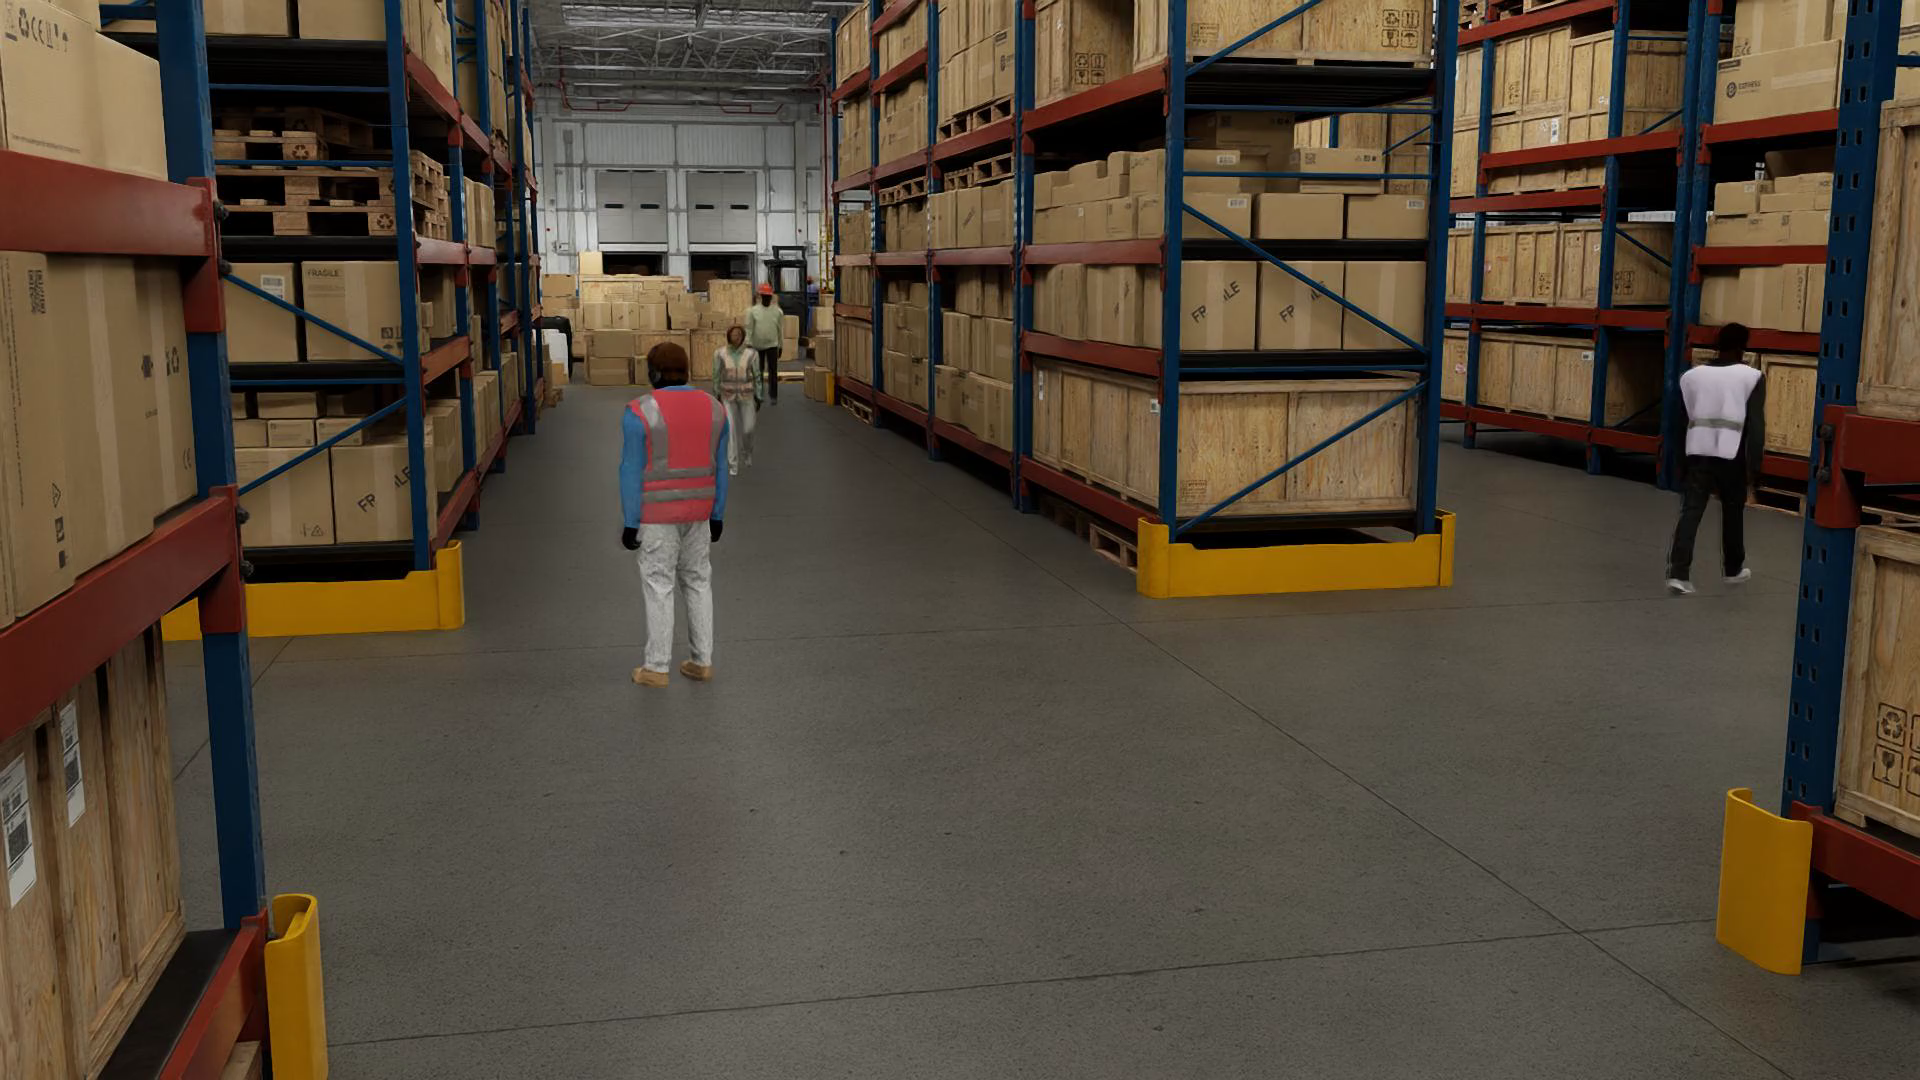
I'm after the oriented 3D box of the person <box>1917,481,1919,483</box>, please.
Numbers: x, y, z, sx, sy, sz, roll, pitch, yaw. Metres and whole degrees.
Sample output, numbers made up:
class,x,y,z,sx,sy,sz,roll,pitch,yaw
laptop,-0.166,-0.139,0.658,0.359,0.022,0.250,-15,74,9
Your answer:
class,x,y,z,sx,sy,sz,roll,pitch,yaw
person,6.743,-0.408,11.169,0.632,1.609,0.528,0,9,1

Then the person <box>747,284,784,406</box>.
class,x,y,z,sx,sy,sz,roll,pitch,yaw
person,-3.154,-3.160,26.943,0.602,1.954,1.030,-1,9,-9

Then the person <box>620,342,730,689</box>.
class,x,y,z,sx,sy,sz,roll,pitch,yaw
person,-1.513,-0.126,8.795,0.631,1.833,0.429,-8,13,-42

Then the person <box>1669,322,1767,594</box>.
class,x,y,z,sx,sy,sz,roll,pitch,yaw
person,5.194,-0.558,11.410,0.606,1.861,1.051,9,13,43

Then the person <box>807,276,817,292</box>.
class,x,y,z,sx,sy,sz,roll,pitch,yaw
person,-5.509,-8.878,61.964,0.934,1.898,0.544,6,11,34

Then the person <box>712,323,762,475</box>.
class,x,y,z,sx,sy,sz,roll,pitch,yaw
person,-2.393,-1.512,17.852,0.532,1.630,0.417,-1,9,-7

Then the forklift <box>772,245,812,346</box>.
class,x,y,z,sx,sy,sz,roll,pitch,yaw
forklift,-4.787,-6.907,46.924,1.129,2.768,1.873,1,9,5

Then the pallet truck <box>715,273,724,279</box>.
class,x,y,z,sx,sy,sz,roll,pitch,yaw
pallet truck,-8.580,-8.986,62.280,1.885,1.965,0.823,1,9,5
